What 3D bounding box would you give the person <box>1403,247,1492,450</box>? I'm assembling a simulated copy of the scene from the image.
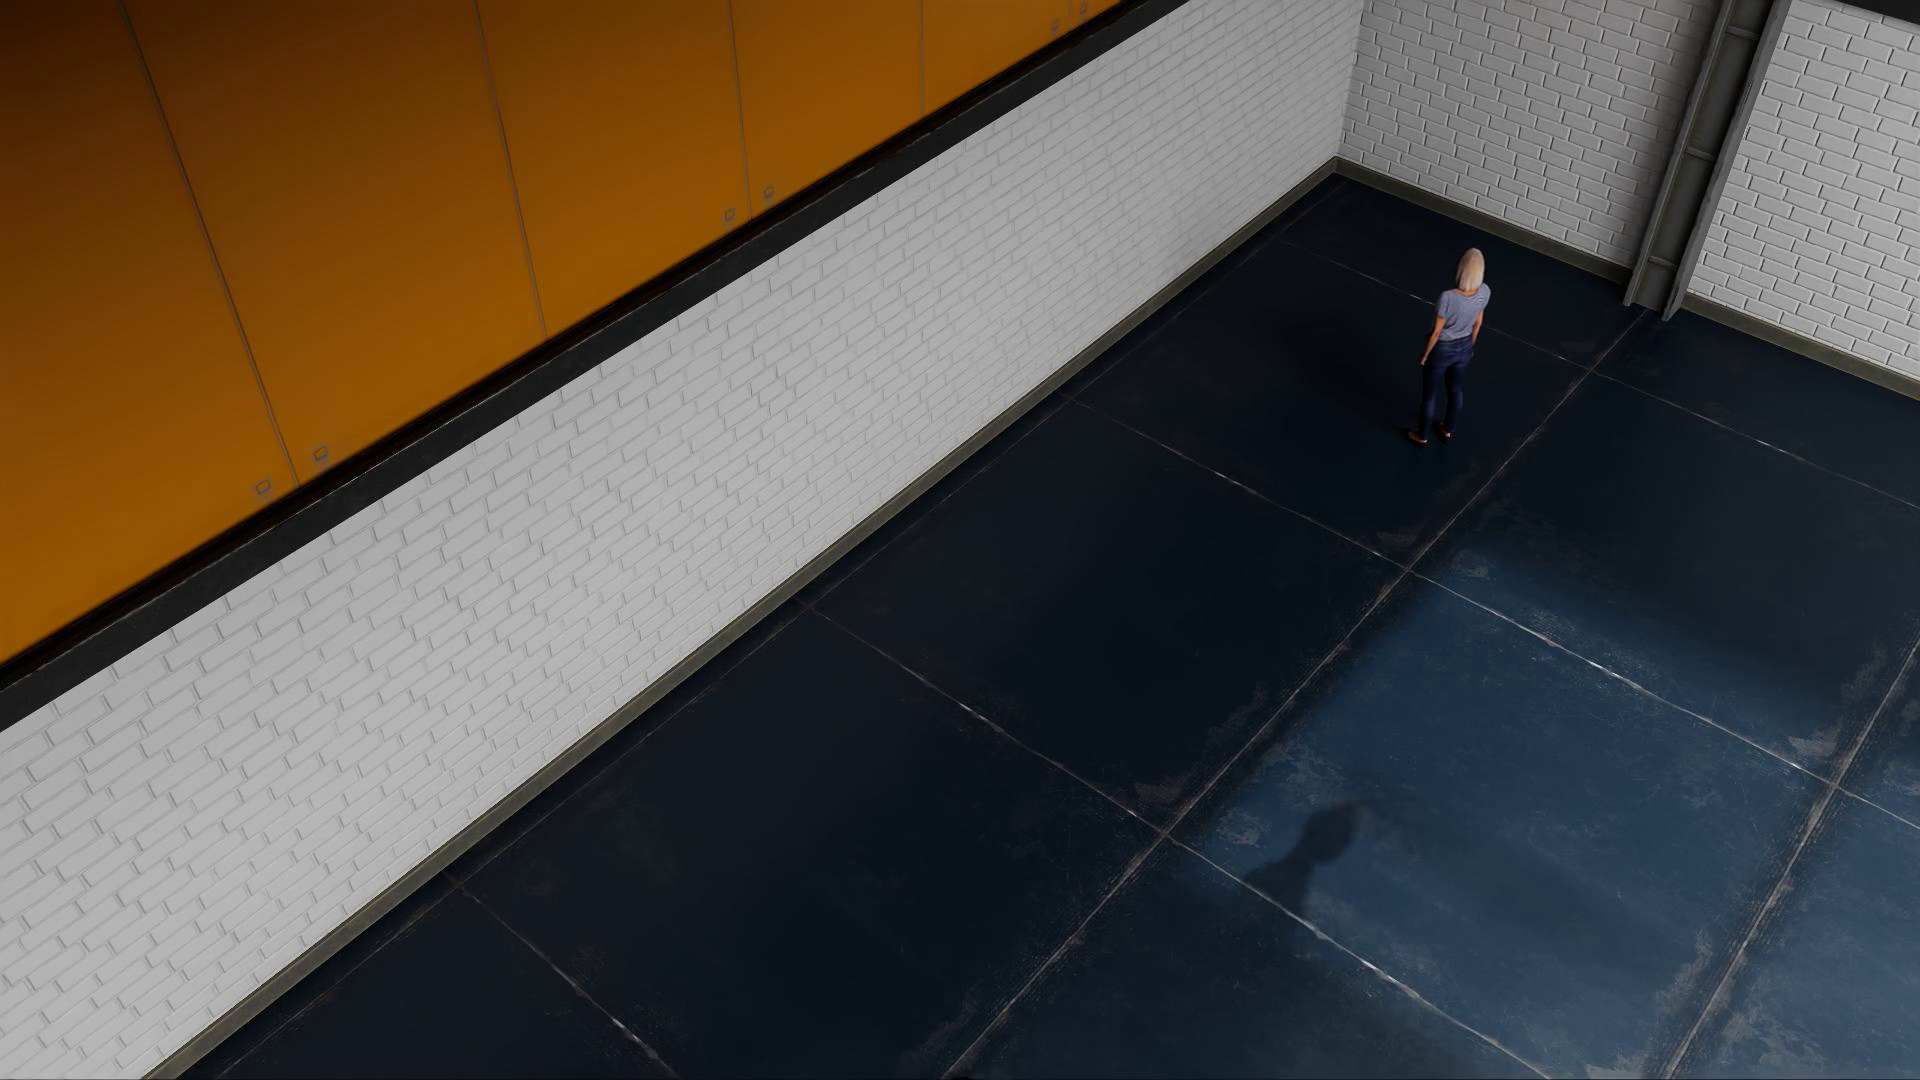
[{"bbox_3d":[3.609,-1.406,12.244,0.669,1.722,0.684,-12,45,-12],"label":"person"}]
